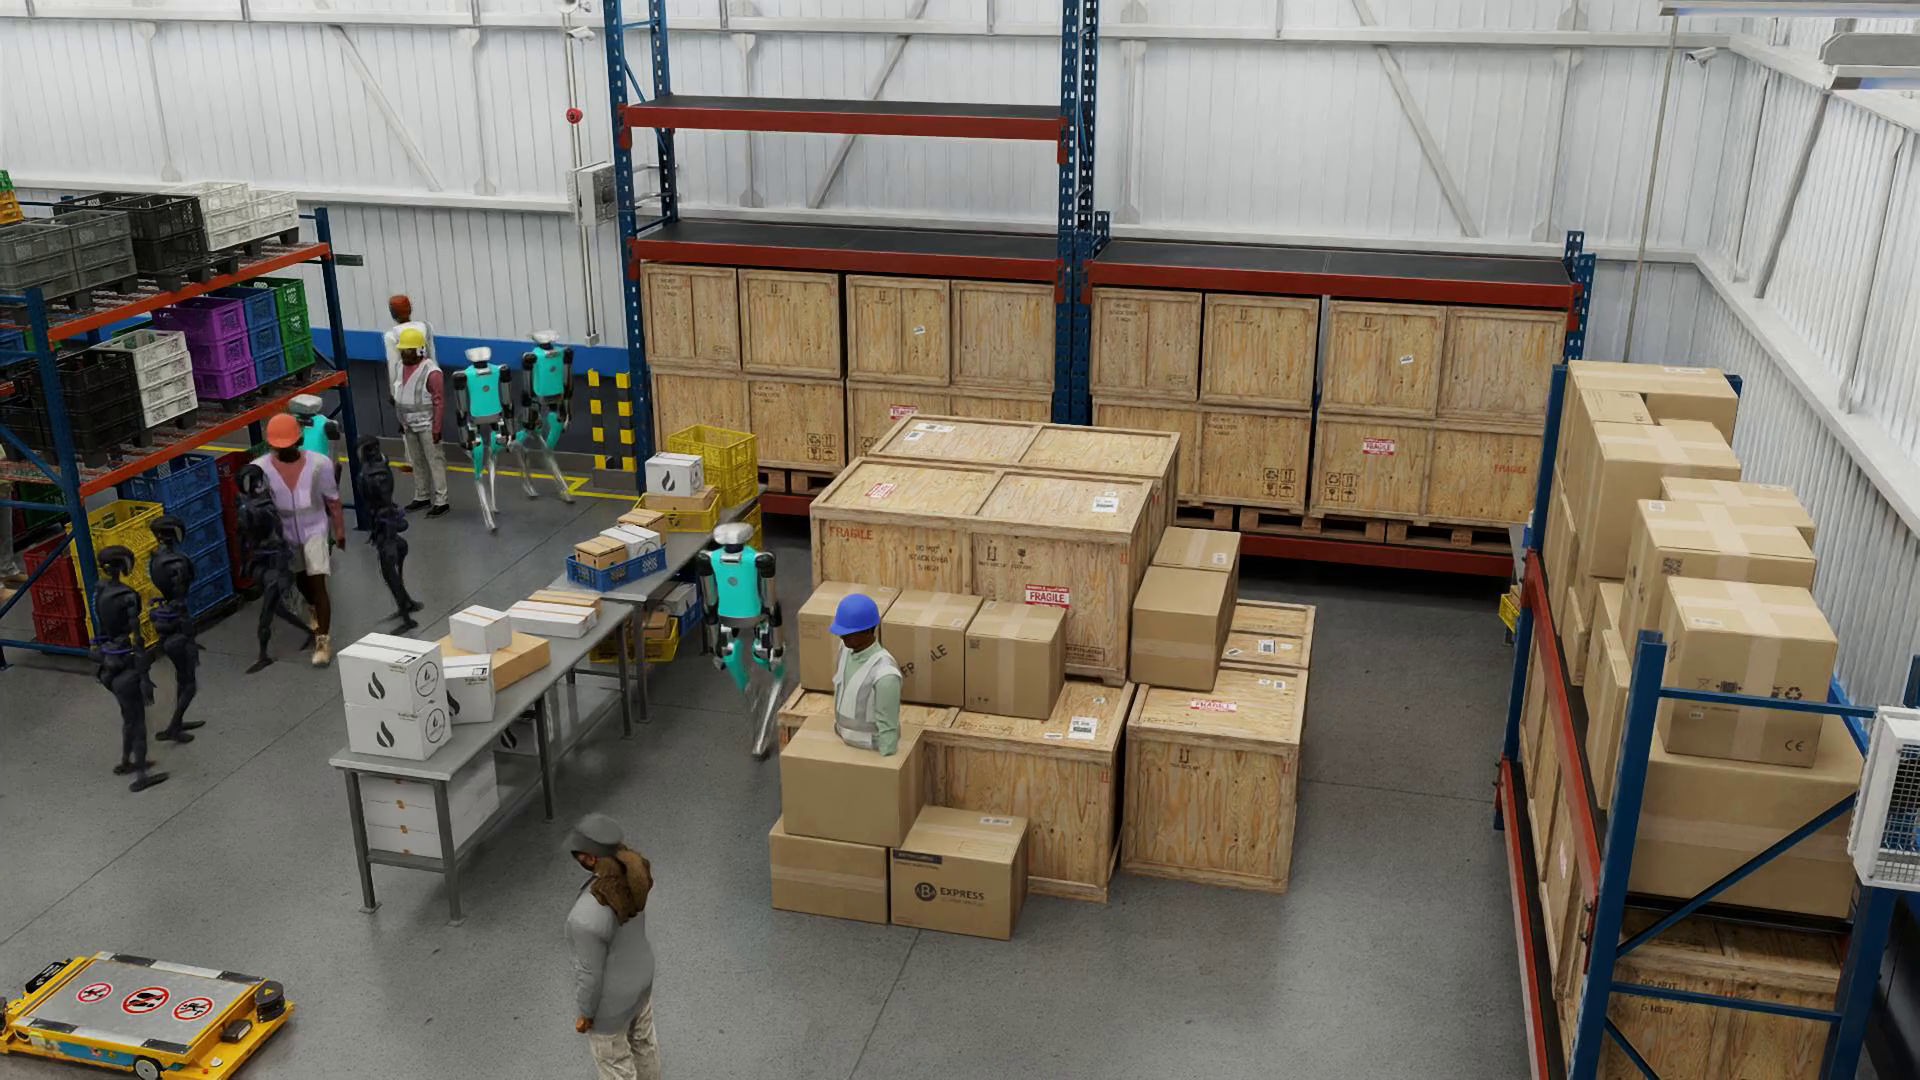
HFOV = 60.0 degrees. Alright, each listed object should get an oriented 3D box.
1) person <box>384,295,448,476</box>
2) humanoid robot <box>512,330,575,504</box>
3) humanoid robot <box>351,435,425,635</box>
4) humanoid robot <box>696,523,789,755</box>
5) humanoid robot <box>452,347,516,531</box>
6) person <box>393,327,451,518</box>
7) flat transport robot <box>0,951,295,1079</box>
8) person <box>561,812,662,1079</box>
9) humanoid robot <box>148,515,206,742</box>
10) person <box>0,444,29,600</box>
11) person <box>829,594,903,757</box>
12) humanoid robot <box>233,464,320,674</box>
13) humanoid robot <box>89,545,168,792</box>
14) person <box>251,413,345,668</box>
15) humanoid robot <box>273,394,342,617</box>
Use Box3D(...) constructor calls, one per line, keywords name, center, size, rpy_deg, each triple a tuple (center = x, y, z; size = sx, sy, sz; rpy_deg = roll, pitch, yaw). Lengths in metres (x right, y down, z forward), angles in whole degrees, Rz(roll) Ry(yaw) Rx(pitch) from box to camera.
Box3D(name="person", center=(-5.568, -1.562, 16.908), size=(0.477, 1.881, 0.581), rpy_deg=(15, 25, 34))
Box3D(name="humanoid robot", center=(-4.095, -1.213, 16.192), size=(0.567, 1.770, 0.893), rpy_deg=(-19, 28, -41))
Box3D(name="humanoid robot", center=(-4.518, -0.067, 13.260), size=(0.480, 1.645, 0.612), rpy_deg=(-13, 25, -31))
Box3D(name="humanoid robot", center=(-1.410, 0.717, 11.276), size=(0.551, 1.911, 0.716), rpy_deg=(3, 21, 9))
Box3D(name="humanoid robot", center=(-4.461, -0.979, 15.553), size=(0.543, 1.771, 0.890), rpy_deg=(-12, 24, -28))
Box3D(name="person", center=(-5.126, -1.117, 15.773), size=(0.589, 1.835, 0.404), rpy_deg=(13, 25, 31))
Box3D(name="flat transport robot", center=(-4.270, 2.464, 8.601), size=(1.431, 0.231, 0.659), rpy_deg=(5, 22, 13))
Box3D(name="person", center=(-1.569, 2.036, 7.617), size=(0.400, 1.769, 0.562), rpy_deg=(5, 22, 14))
Box3D(name="humanoid robot", center=(-5.477, 0.605, 11.504), size=(0.454, 1.638, 0.605), rpy_deg=(-14, 25, -32))
Box3D(name="person", center=(-8.126, -0.411, 13.938), size=(0.431, 1.835, 0.622), rpy_deg=(-2, 21, -6))
Box3D(name="person", center=(-0.544, 1.198, 9.581), size=(0.410, 1.939, 0.606), rpy_deg=(-11, 23, -26))
Box3D(name="humanoid robot", center=(-5.268, 0.171, 12.702), size=(0.607, 1.631, 0.739), rpy_deg=(12, 24, 29))
Box3D(name="humanoid robot", center=(-5.489, 0.823, 10.922), size=(0.610, 1.647, 0.356), rpy_deg=(16, 26, 36))
Box3D(name="person", center=(-5.080, -0.076, 12.855), size=(0.606, 1.991, 1.038), rpy_deg=(-5, 21, -12))
Box3D(name="humanoid robot", center=(-5.439, -0.211, 13.638), size=(0.555, 1.852, 0.875), rpy_deg=(5, 21, 13))
